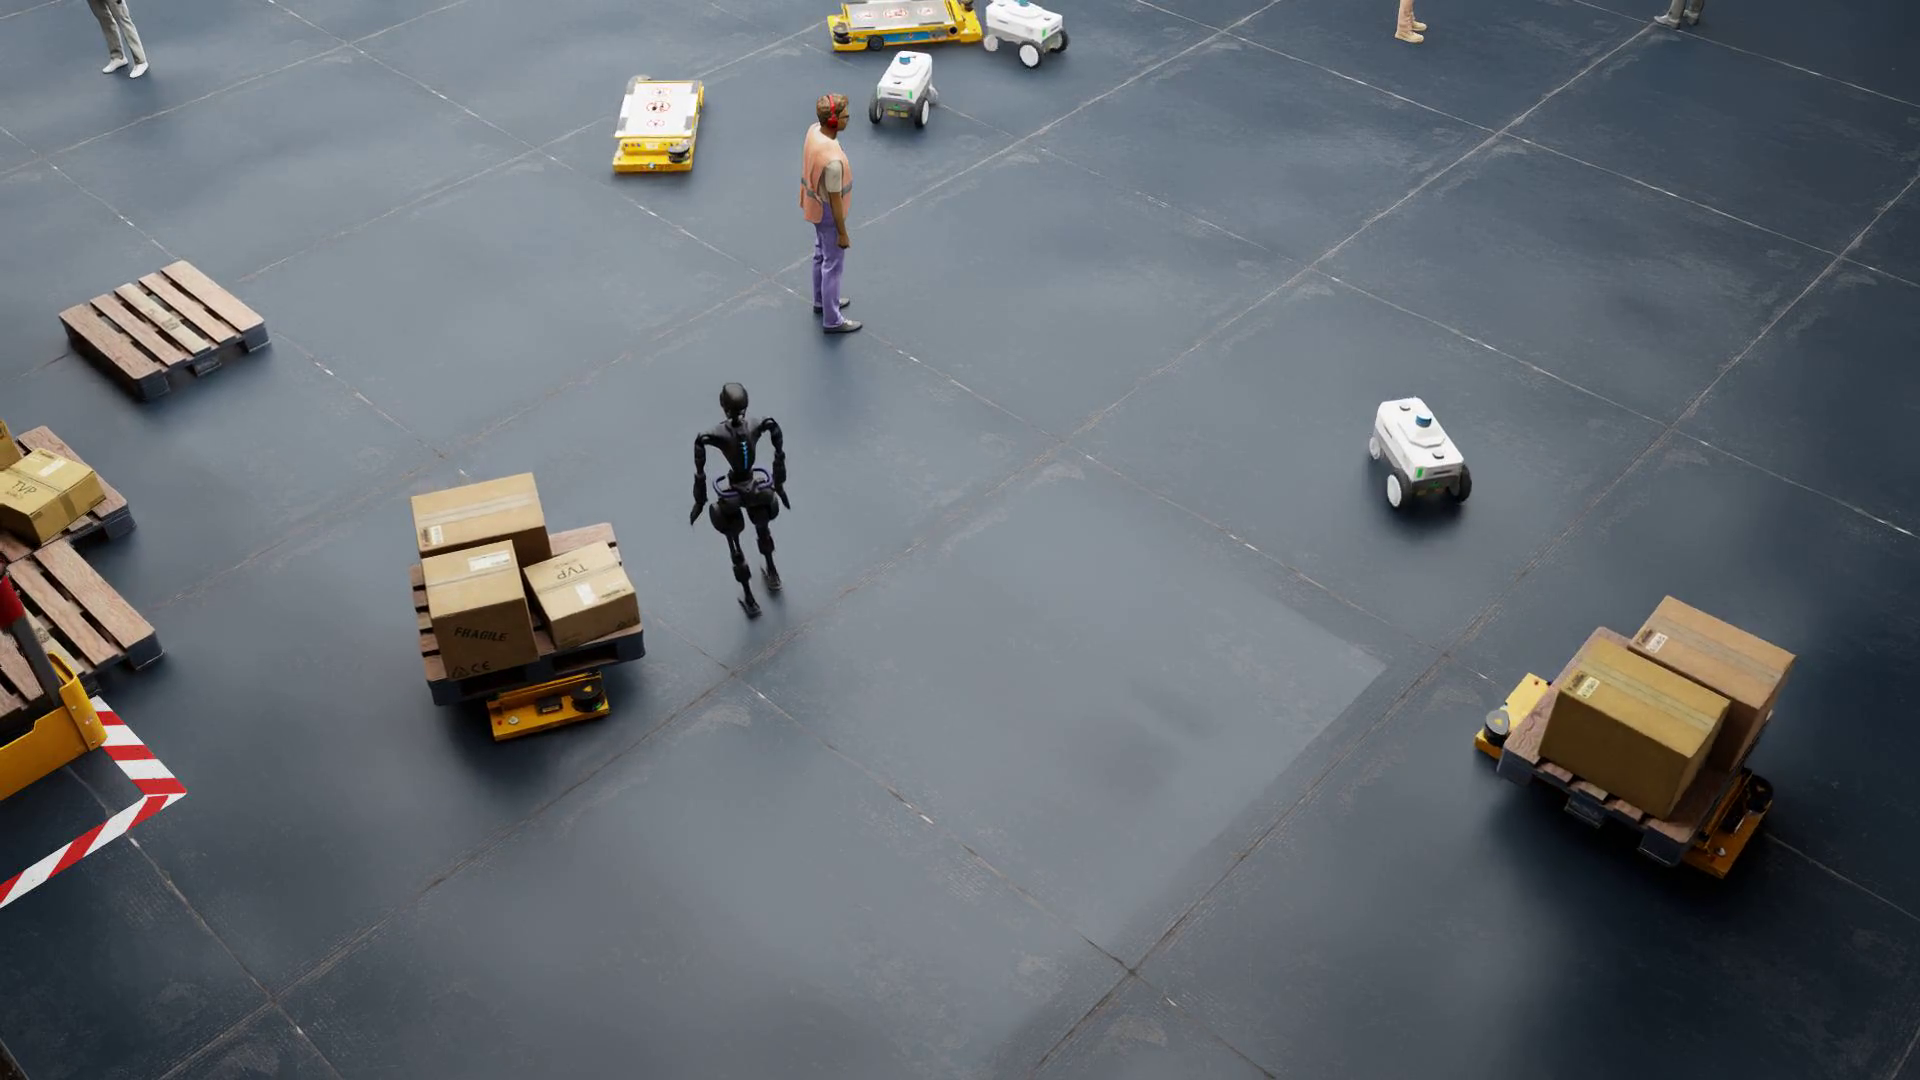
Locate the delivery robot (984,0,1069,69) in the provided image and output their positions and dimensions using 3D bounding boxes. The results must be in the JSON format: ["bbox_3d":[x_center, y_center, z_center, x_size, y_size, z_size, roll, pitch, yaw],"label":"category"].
[{"bbox_3d":[0.620,-4.816,15.679,0.807,0.613,0.499,26,48,26],"label":"delivery robot"}]

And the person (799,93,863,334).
[{"bbox_3d":[-0.949,-2.339,11.961,0.389,1.834,0.559,-12,43,-13],"label":"person"}]

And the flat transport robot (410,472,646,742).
[{"bbox_3d":[-2.543,0.565,9.898,0.659,0.231,1.431,-13,44,-14],"label":"flat transport robot"}]

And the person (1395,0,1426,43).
[{"bbox_3d":[4.367,-5.572,15.612,0.321,1.750,0.474,13,44,14],"label":"person"}]

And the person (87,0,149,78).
[{"bbox_3d":[-7.784,-4.997,15.053,0.516,1.639,0.311,16,44,17],"label":"person"}]

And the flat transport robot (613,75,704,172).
[{"bbox_3d":[-2.637,-3.663,14.597,0.659,0.231,1.431,-1,42,-1],"label":"flat transport robot"}]

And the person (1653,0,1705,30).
[{"bbox_3d":[7.046,-5.750,15.737,0.562,1.846,0.394,-15,44,-16],"label":"person"}]

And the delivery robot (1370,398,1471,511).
[{"bbox_3d":[3.019,-0.588,10.959,0.499,0.585,0.765,-9,43,-10],"label":"delivery robot"}]

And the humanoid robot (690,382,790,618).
[{"bbox_3d":[-1.306,-0.266,9.770,0.600,1.654,0.417,-16,45,-17],"label":"humanoid robot"}]

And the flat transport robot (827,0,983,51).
[{"bbox_3d":[-0.540,-4.996,16.079,1.431,0.231,0.659,-6,42,-7],"label":"flat transport robot"}]

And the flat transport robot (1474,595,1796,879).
[{"bbox_3d":[3.641,1.244,9.143,1.431,0.231,0.659,30,50,29],"label":"flat transport robot"}]

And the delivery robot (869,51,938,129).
[{"bbox_3d":[-0.477,-4.037,14.794,0.525,0.587,0.741,9,43,10],"label":"delivery robot"}]
